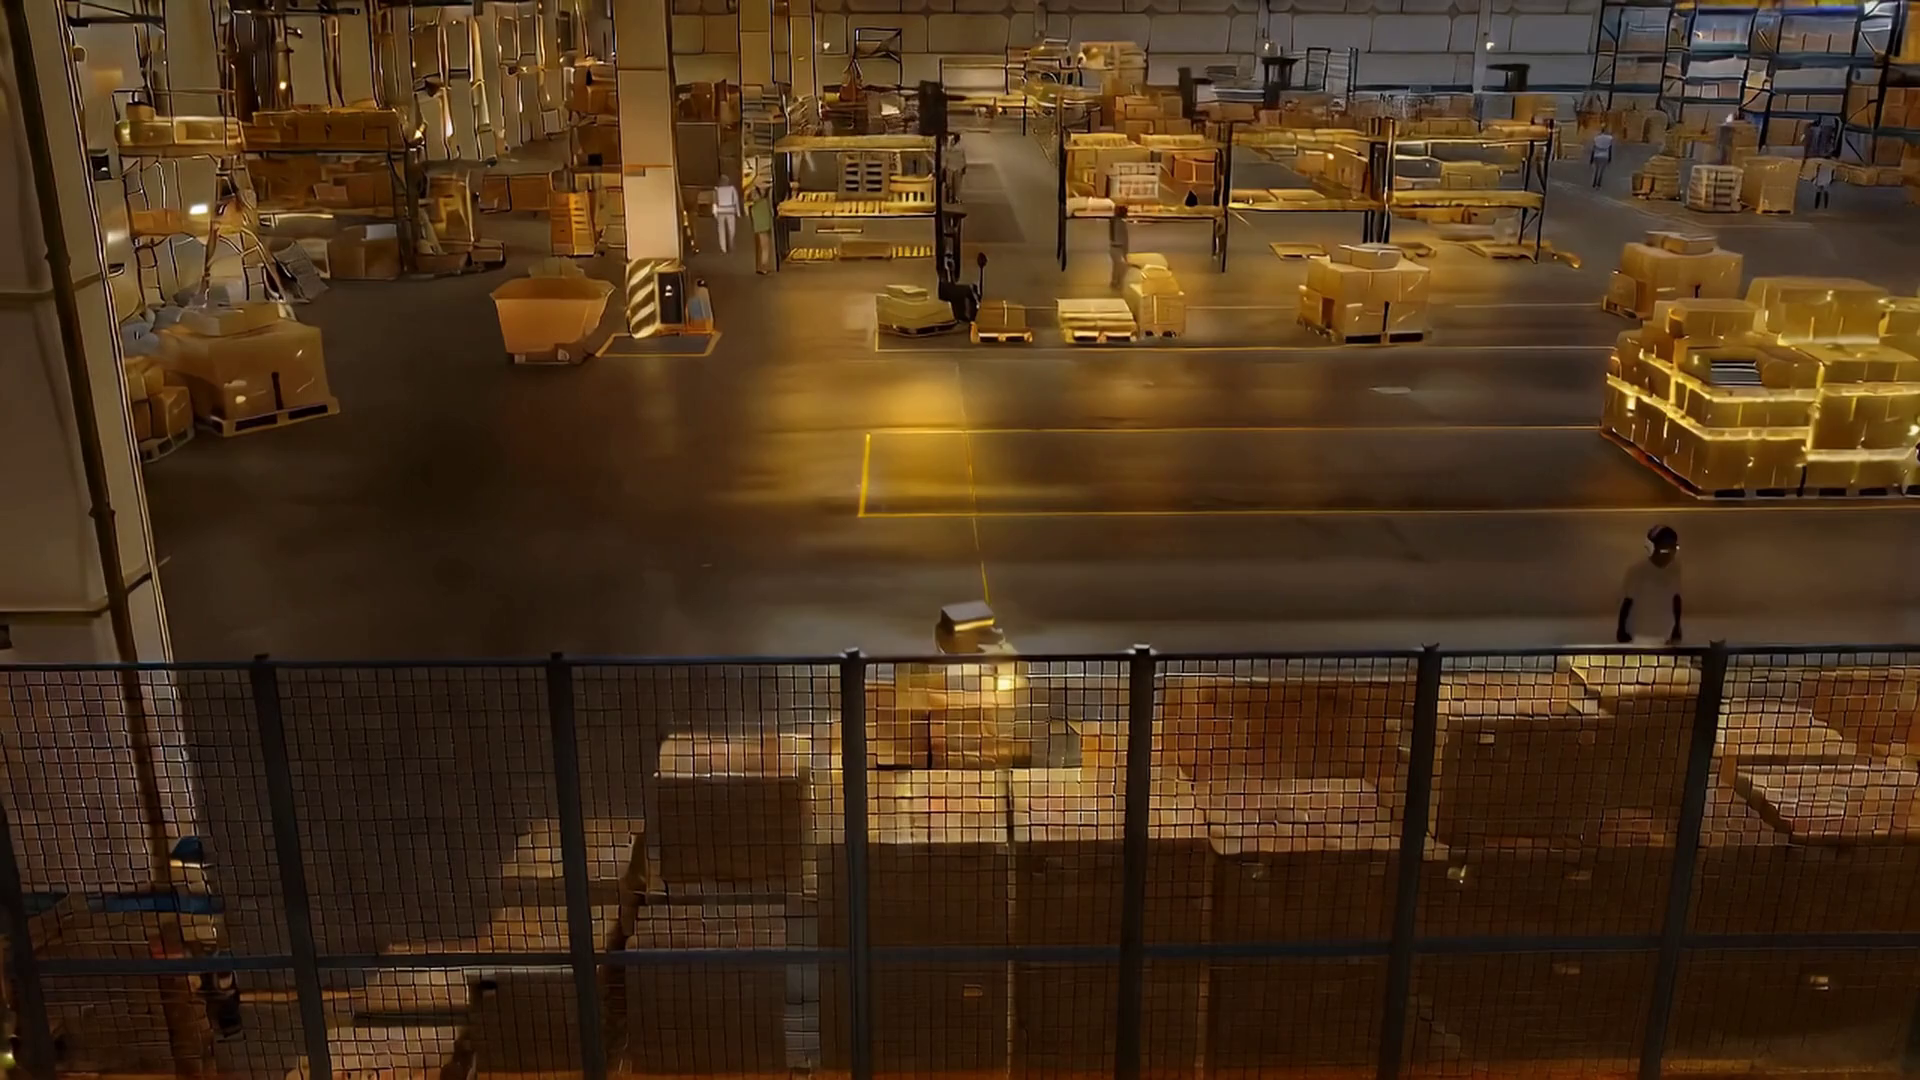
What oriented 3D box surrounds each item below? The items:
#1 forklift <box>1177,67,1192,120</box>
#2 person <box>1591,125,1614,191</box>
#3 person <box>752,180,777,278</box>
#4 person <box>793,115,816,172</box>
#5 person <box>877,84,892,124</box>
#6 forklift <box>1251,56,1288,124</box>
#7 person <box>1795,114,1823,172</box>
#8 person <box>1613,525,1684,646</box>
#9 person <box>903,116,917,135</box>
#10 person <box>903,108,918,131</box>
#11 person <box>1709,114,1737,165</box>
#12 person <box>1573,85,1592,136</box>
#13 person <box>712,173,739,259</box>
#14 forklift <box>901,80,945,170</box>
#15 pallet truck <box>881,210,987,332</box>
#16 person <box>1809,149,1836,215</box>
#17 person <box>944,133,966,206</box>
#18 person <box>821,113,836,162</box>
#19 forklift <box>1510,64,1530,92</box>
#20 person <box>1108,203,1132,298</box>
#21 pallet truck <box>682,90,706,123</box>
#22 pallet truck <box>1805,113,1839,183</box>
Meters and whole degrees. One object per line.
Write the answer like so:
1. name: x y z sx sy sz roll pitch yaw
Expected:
1. forklift: 8.181 -15.881 60.983 1.873 2.768 1.129 6 20 17
2. person: 18.690 -11.132 48.472 0.612 1.863 1.019 9 21 26
3. person: -4.038 -6.389 34.188 0.384 1.993 0.623 -11 22 -30
4. person: -5.021 -12.702 53.264 0.814 1.790 0.532 9 20 24
5. person: -3.103 -17.488 67.283 0.963 1.883 0.550 3 19 9
6. forklift: 13.178 -18.831 69.734 1.129 2.768 1.873 -7 20 -20
7. person: 26.708 -12.439 52.283 1.042 1.893 0.639 -6 19 -16
8. person: 5.503 0.721 13.351 0.529 1.836 0.941 -6 19 -16
9. person: -1.592 -12.771 53.527 0.480 1.733 0.334 -8 20 -22
10. person: -1.544 -13.166 54.454 0.680 1.890 0.969 -16 24 -39
11. person: 24.021 -12.437 52.283 0.636 1.901 0.918 -11 21 -28
12. person: 24.394 -16.855 65.294 0.621 1.964 0.869 11 22 30
13. person: -5.140 -7.094 36.474 0.590 1.863 0.599 -3 19 -10
14. forklift: -0.976 -13.185 52.985 1.873 2.768 1.129 -9 21 -26
15. pallet truck: -0.493 -4.759 29.349 1.885 1.965 0.823 -13 23 -34
16. person: 22.505 -9.331 43.375 0.535 1.697 0.322 0 19 0
17. person: -0.135 -10.059 45.167 0.629 1.936 0.372 6 20 17
18. person: -4.415 -13.535 55.949 0.585 1.623 0.408 -15 24 -38
19. forklift: 21.332 -16.786 63.667 1.873 2.768 1.129 0 19 -1
20. person: 3.061 -5.532 31.898 0.438 1.827 0.653 -5 19 -15
21. pallet truck: -9.671 -15.907 62.421 0.823 1.965 1.885 5 19 15
22. pallet truck: 26.403 -11.957 50.702 0.823 1.965 1.885 6 19 16
